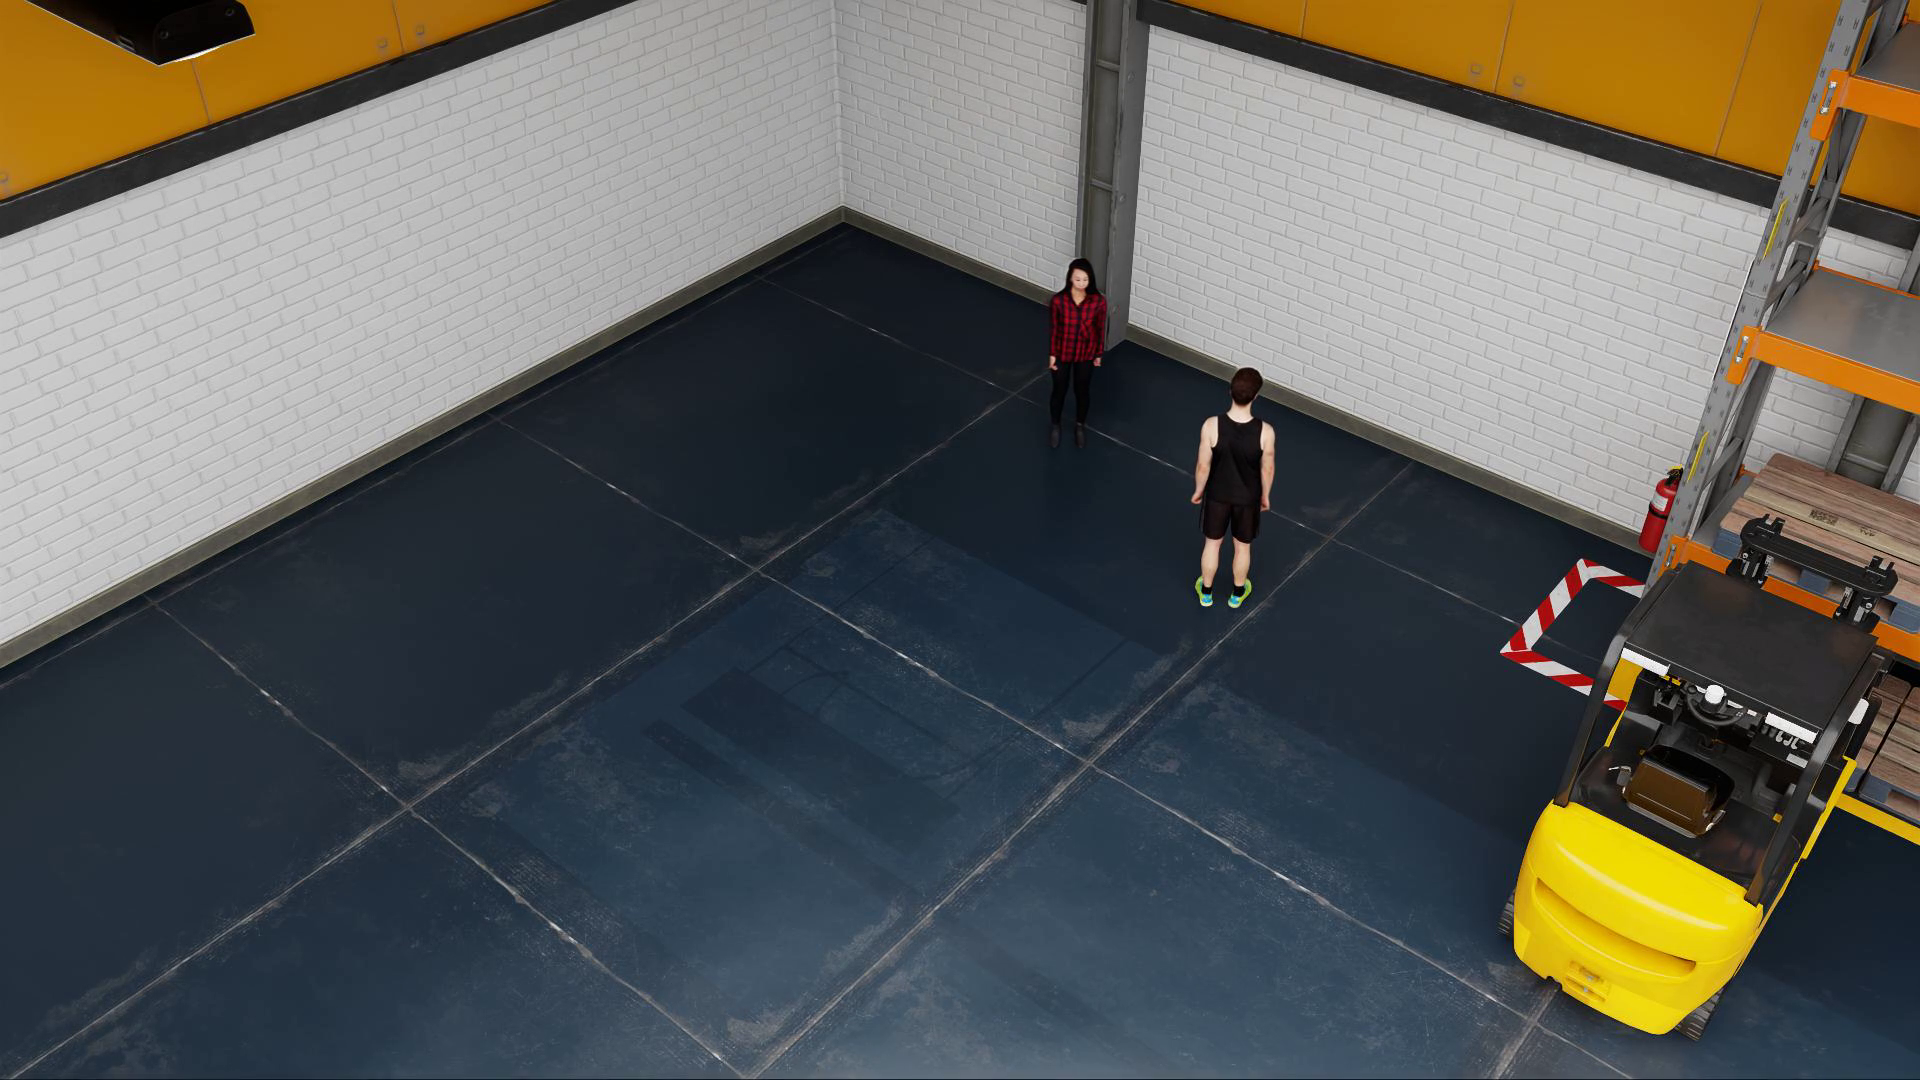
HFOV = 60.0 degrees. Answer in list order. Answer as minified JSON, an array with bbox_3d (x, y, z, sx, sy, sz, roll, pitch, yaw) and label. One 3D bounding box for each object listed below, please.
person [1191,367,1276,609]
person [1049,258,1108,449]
[{"bbox_3d":[1.840,-0.324,11.212,0.706,1.892,0.833,6,39,8],"label":"person"},{"bbox_3d":[0.874,-1.447,12.812,0.636,1.650,0.717,1,39,1],"label":"person"}]
